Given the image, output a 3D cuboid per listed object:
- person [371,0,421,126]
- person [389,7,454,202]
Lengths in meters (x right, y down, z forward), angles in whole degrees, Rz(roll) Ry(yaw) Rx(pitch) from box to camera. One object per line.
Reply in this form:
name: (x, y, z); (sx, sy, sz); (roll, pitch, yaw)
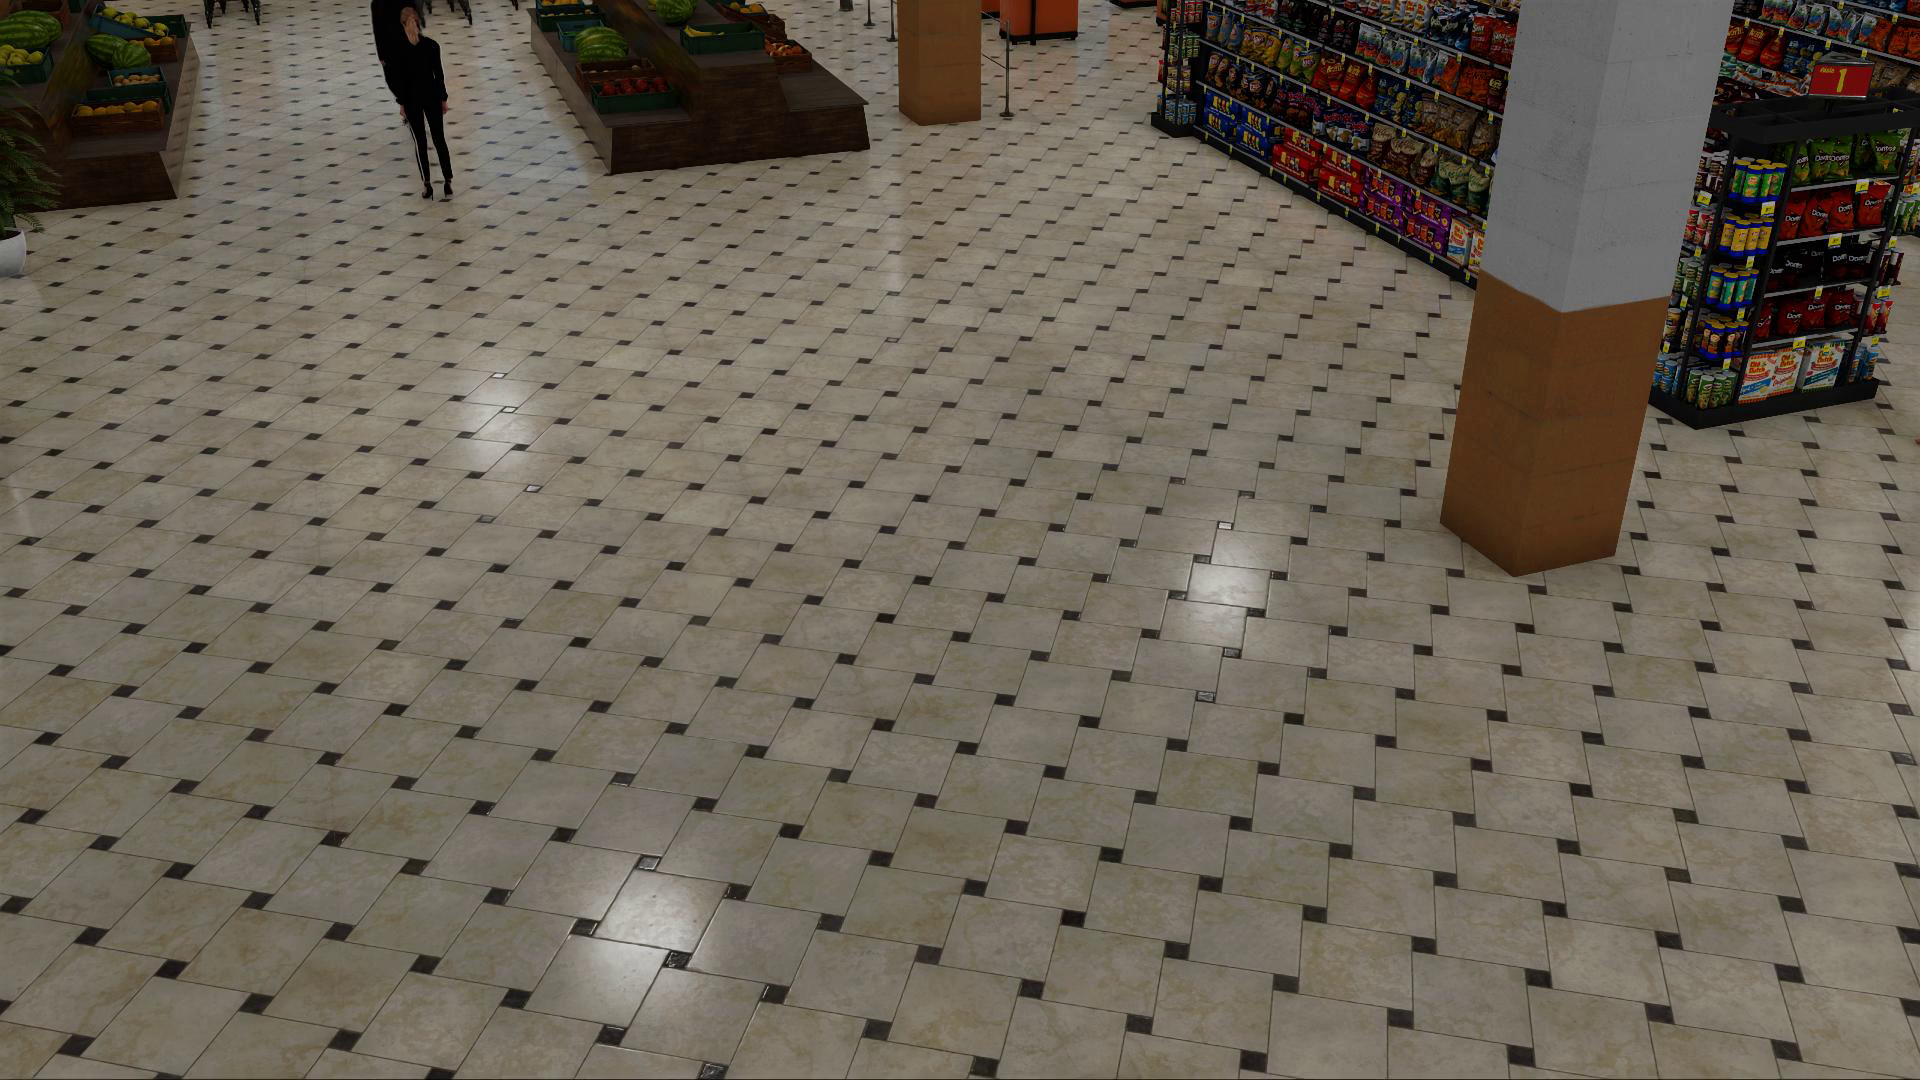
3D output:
person: (-5.749, -5.038, 17.148); (0.750, 1.603, 0.873); (-18, 33, -29)
person: (-4.854, -3.934, 15.018); (0.651, 1.706, 0.577); (-15, 32, -25)
